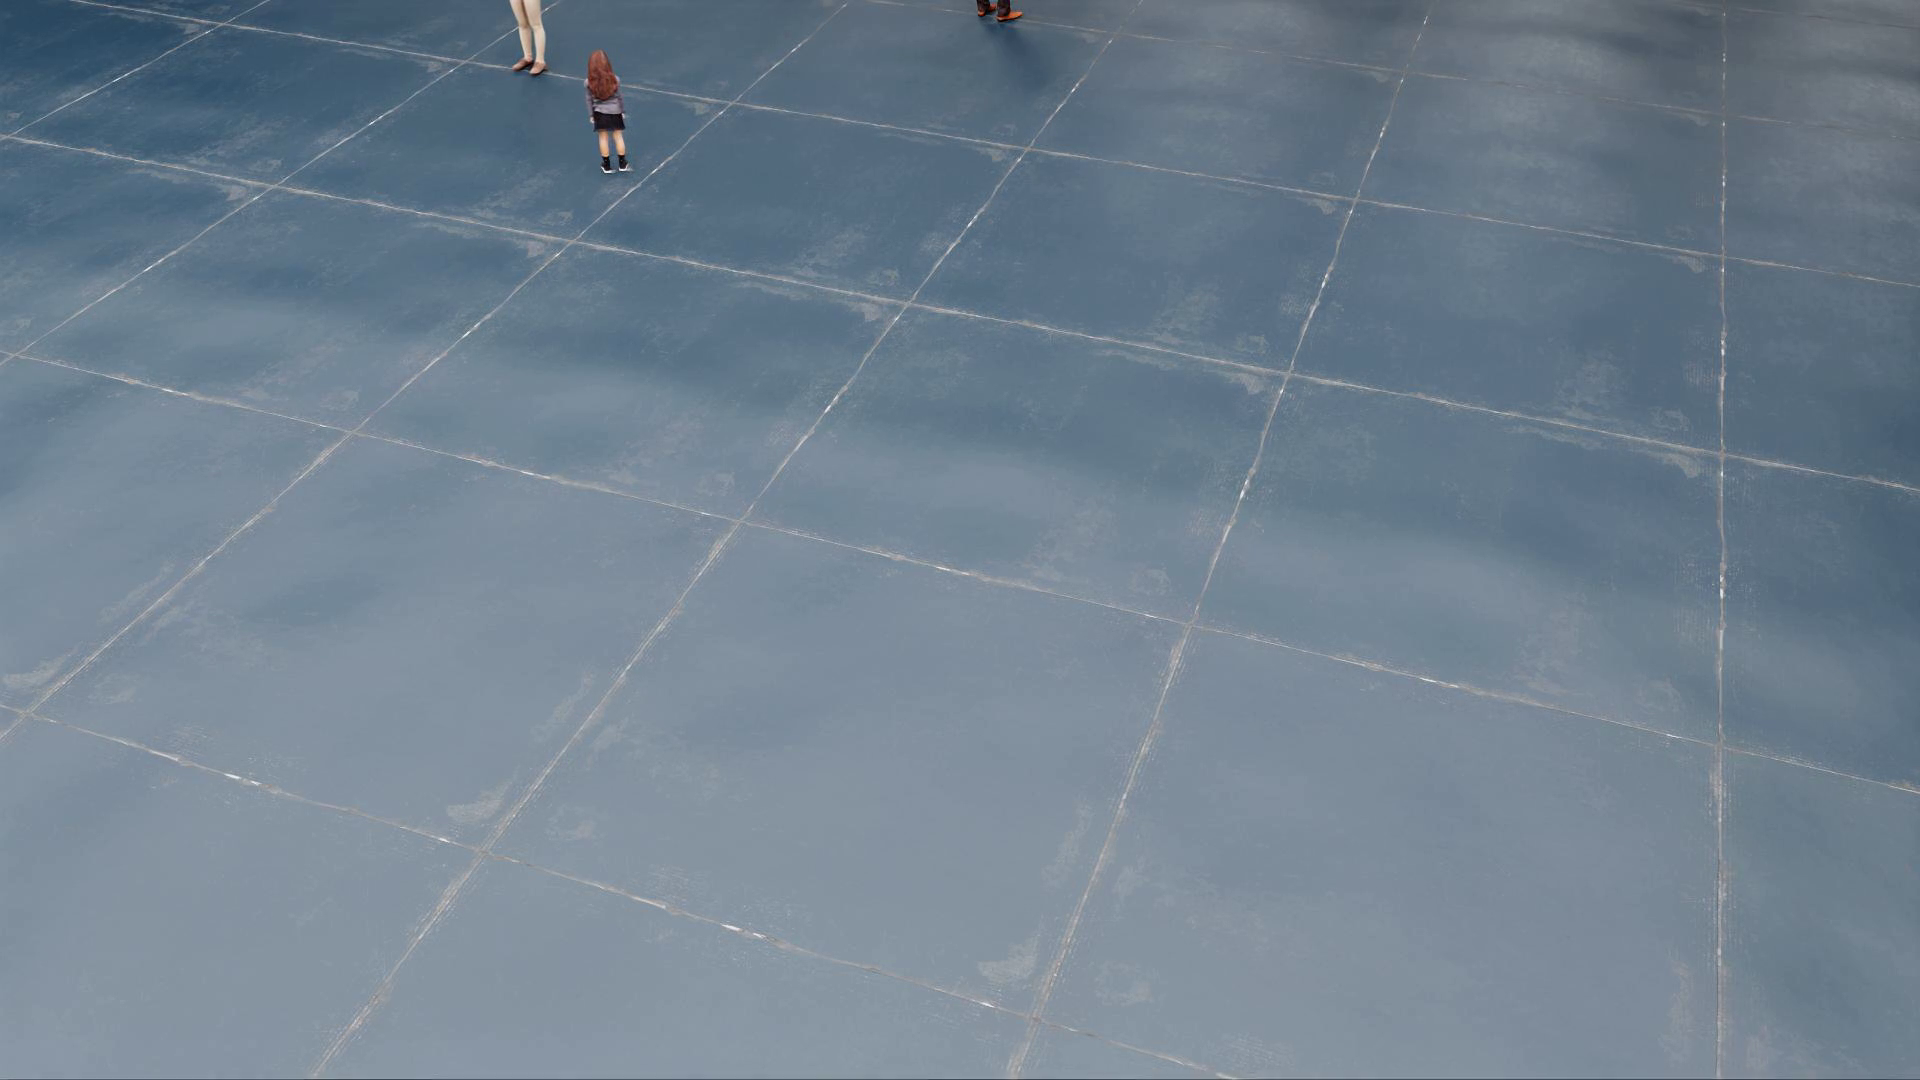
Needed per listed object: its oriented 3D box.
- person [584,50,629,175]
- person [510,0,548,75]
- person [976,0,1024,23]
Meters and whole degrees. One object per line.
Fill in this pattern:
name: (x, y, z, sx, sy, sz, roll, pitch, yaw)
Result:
person: (-3.099, -3.762, 14.570, 0.541, 1.106, 0.579, -10, 39, -12)
person: (-4.260, -5.423, 16.251, 0.634, 1.651, 0.574, 13, 40, 16)
person: (0.376, -6.350, 17.308, 0.770, 1.808, 0.732, 29, 47, 32)
